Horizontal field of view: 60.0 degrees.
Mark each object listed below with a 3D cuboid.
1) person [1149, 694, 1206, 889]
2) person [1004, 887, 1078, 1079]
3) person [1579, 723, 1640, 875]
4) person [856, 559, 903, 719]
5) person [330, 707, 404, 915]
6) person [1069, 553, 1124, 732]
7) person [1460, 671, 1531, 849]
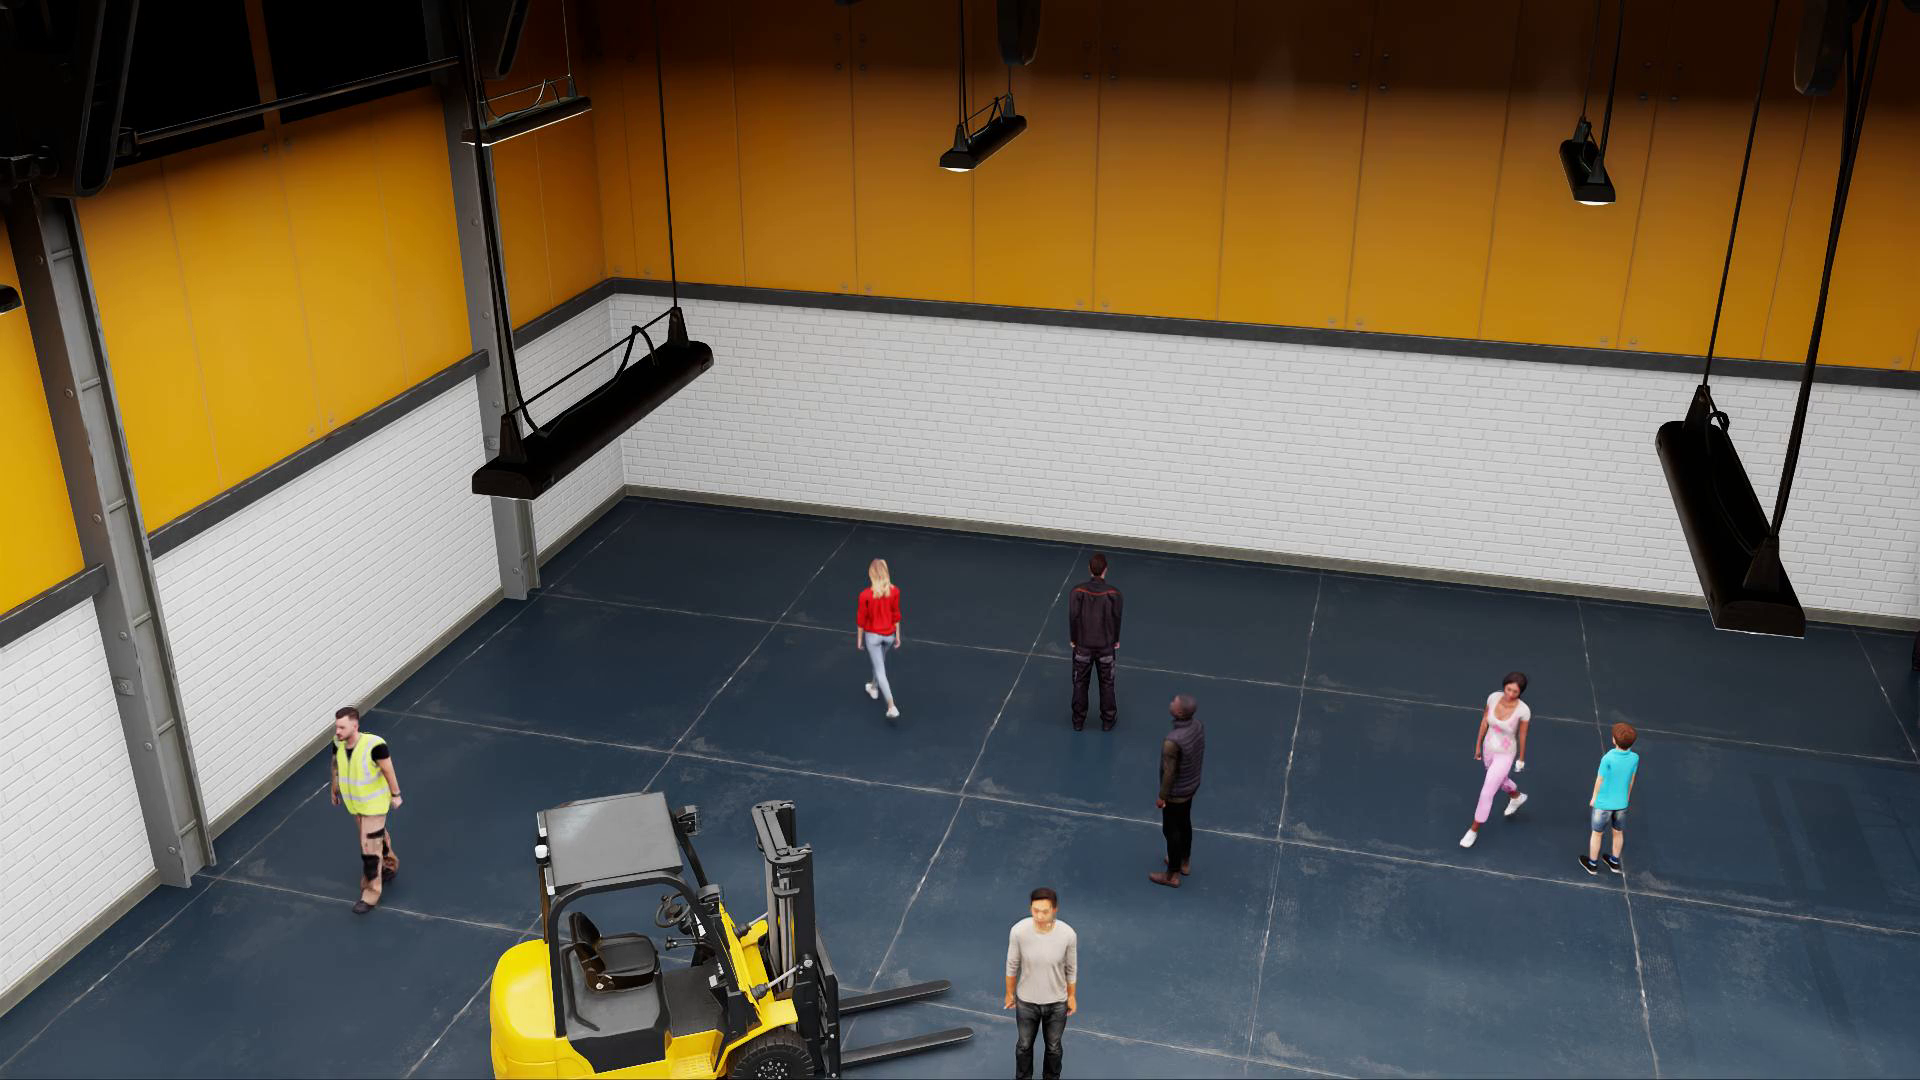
[{"bbox_3d":[1.880,2.126,14.282,0.822,1.835,0.643,15,28,31],"label":"person"},{"bbox_3d":[0.582,3.222,11.804,0.705,1.811,0.601,2,24,4],"label":"person"},{"bbox_3d":[5.687,2.247,14.491,0.589,1.448,0.613,-6,24,-12],"label":"person"},{"bbox_3d":[-0.799,1.037,16.983,1.051,1.667,1.159,-11,26,-23],"label":"person"},{"bbox_3d":[-4.996,2.186,14.168,0.805,1.817,1.016,10,25,21],"label":"person"},{"bbox_3d":[1.355,1.024,16.708,0.717,1.911,0.618,3,24,6],"label":"person"},{"bbox_3d":[4.896,1.917,14.926,1.212,1.702,1.047,-14,27,-29],"label":"person"}]
